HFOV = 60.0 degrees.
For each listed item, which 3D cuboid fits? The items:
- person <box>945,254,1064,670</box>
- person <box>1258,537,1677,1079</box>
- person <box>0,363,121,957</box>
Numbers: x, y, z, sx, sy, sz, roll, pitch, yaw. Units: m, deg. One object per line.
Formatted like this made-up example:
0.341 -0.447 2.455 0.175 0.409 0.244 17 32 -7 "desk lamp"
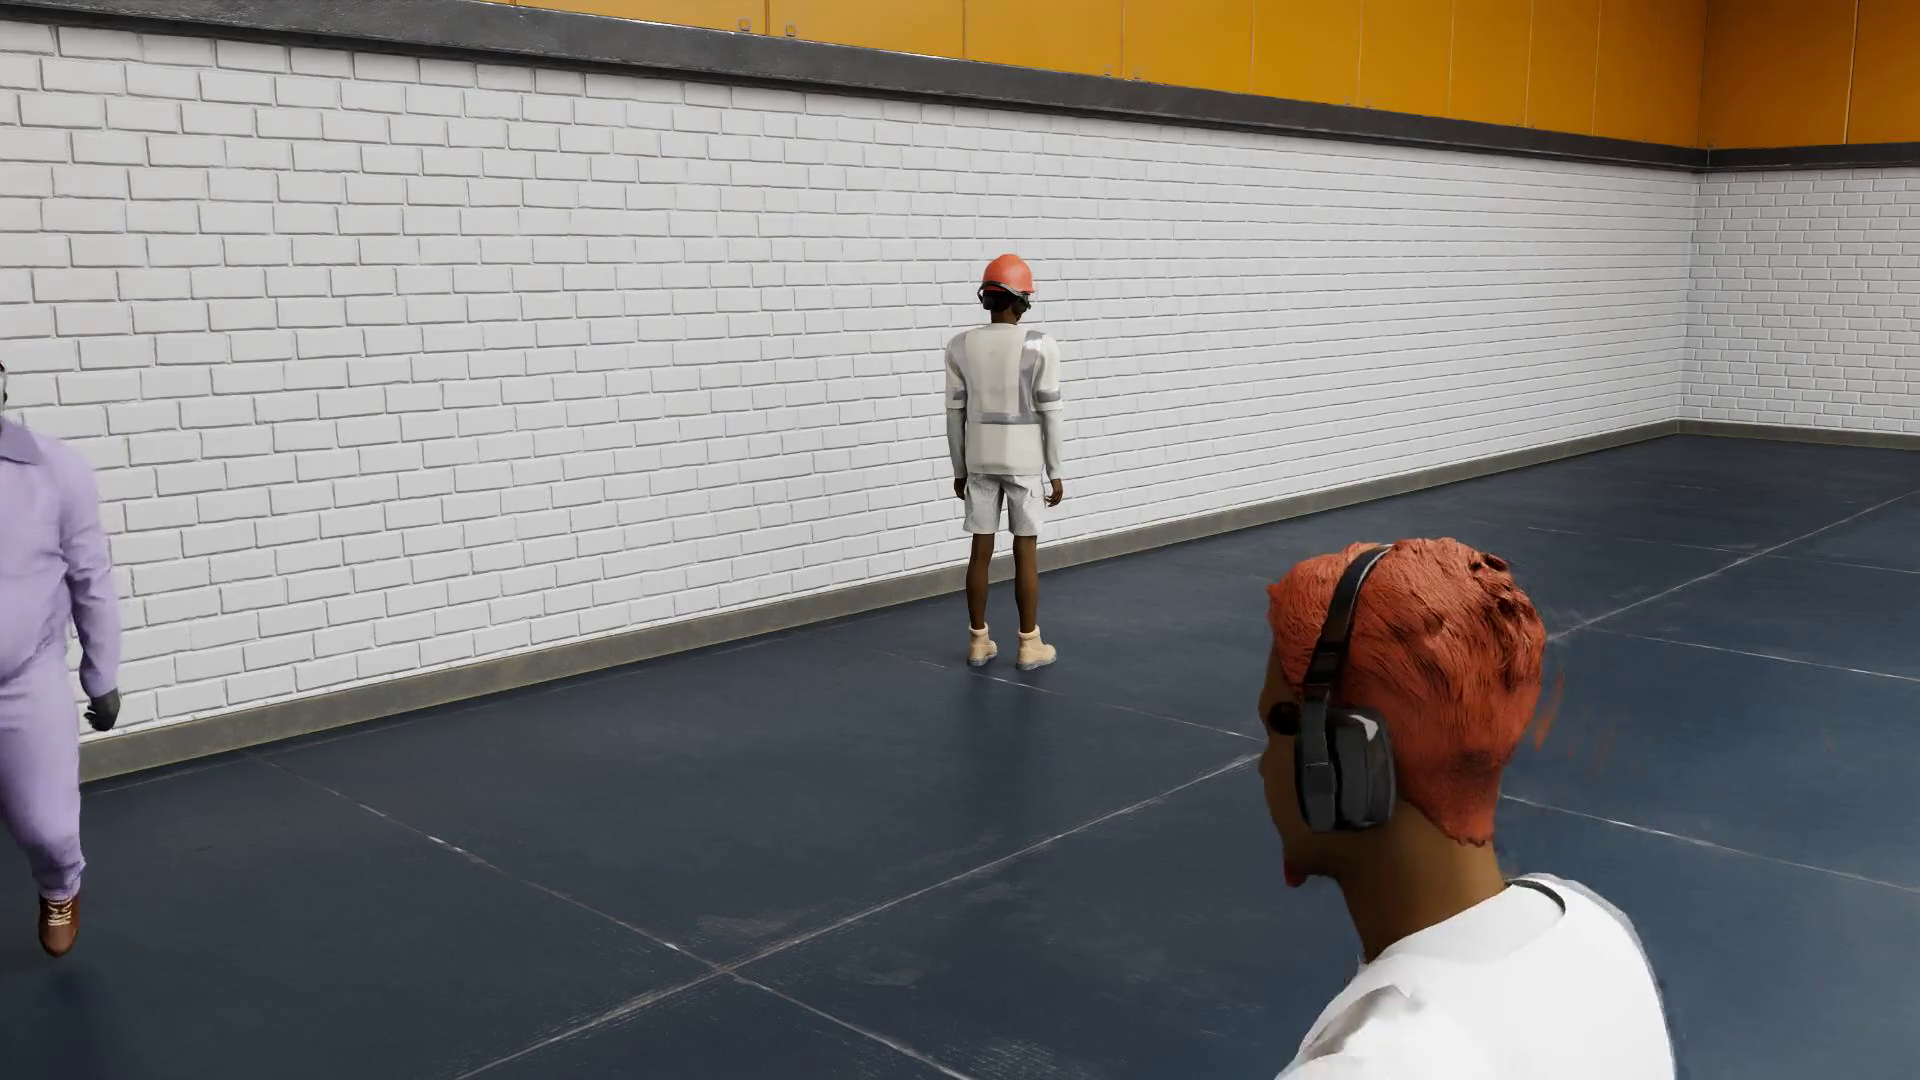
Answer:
0.227 -0.376 8.217 0.608 2.044 0.370 4 11 21 "person"
0.399 0.927 1.335 0.481 1.860 0.597 9 13 41 "person"
-2.598 0.373 4.413 0.675 1.884 0.595 -5 11 -28 "person"
